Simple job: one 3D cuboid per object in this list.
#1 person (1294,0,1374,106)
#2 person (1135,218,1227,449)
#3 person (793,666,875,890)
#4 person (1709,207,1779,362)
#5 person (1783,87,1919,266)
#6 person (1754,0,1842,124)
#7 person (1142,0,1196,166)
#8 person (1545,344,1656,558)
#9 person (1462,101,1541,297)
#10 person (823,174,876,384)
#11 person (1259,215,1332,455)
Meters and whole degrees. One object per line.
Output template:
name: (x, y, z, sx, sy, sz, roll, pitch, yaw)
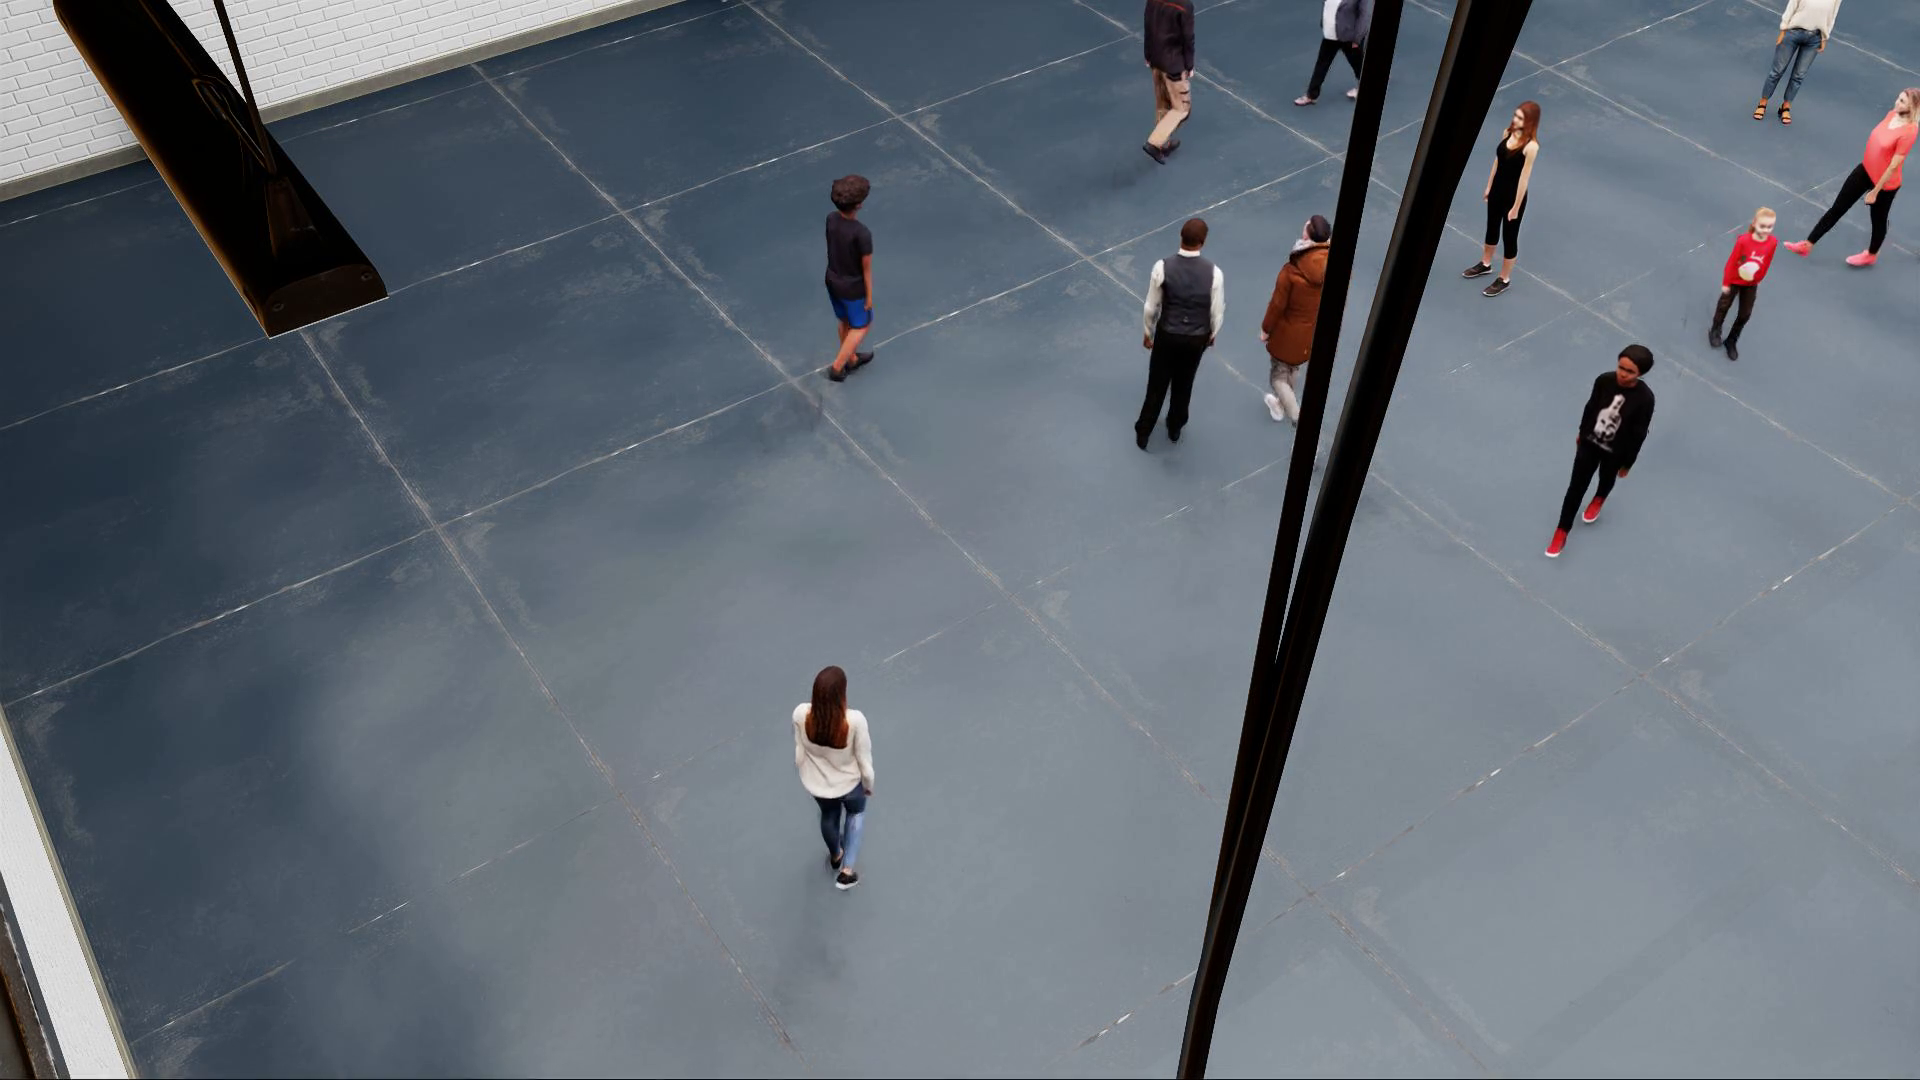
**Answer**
person: (3.779, -4.918, 16.010, 1.104, 1.548, 0.724, -21, 47, -21)
person: (1.626, -1.428, 12.103, 0.861, 1.882, 0.921, 2, 44, 3)
person: (-0.718, 1.388, 9.295, 0.834, 1.679, 0.894, 8, 44, 8)
person: (6.219, -2.104, 13.259, 0.678, 1.268, 0.732, 5, 44, 5)
person: (7.763, -2.995, 13.911, 1.149, 1.659, 0.958, -3, 44, -3)
person: (7.997, -4.786, 15.774, 0.698, 1.683, 0.730, 13, 45, 13)
person: (1.844, -4.277, 15.078, 0.968, 1.905, 0.812, -33, 53, -30)
person: (4.507, -0.686, 11.504, 0.819, 1.636, 1.135, 29, 51, 27)
person: (4.528, -2.838, 13.700, 0.584, 1.722, 0.606, -16, 46, -16)
person: (-0.907, -1.925, 12.704, 0.796, 1.775, 0.947, 27, 50, 26)
person: (2.516, -1.477, 12.204, 1.062, 1.815, 0.946, -20, 47, -19)
